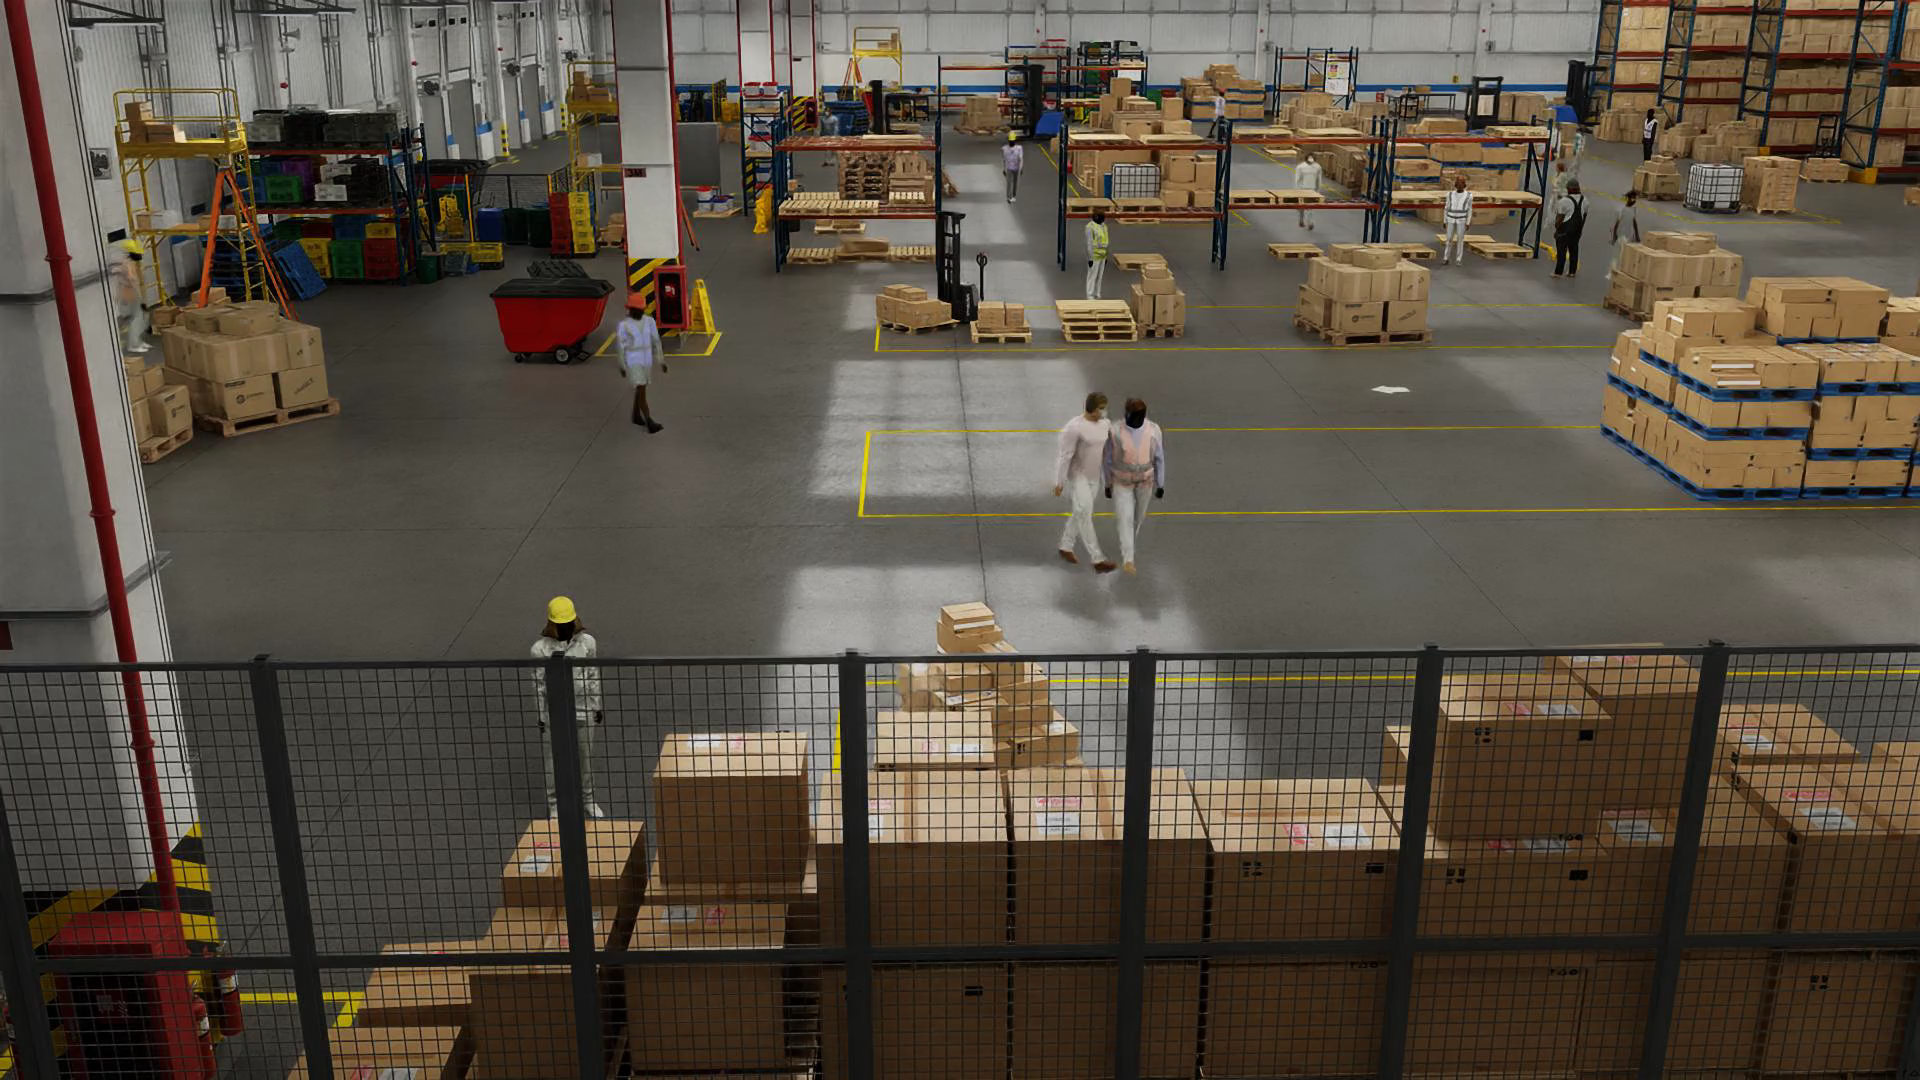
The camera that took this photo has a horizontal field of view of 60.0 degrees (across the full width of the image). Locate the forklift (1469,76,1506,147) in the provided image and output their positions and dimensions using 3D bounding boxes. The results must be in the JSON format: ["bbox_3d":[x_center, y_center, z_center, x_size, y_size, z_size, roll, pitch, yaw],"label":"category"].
[{"bbox_3d":[17.525,-14.064,55.594,1.129,2.768,1.873,-1,19,-1],"label":"forklift"}]

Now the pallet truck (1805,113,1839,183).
[{"bbox_3d":[26.403,-11.957,50.702,0.823,1.965,1.885,6,19,16],"label":"pallet truck"}]

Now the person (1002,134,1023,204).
[{"bbox_3d":[1.436,-10.236,45.797,0.584,1.873,1.015,1,19,3],"label":"person"}]

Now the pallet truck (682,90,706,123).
[{"bbox_3d":[-9.671,-15.907,62.421,0.823,1.965,1.885,5,19,15],"label":"pallet truck"}]

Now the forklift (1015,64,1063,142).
[{"bbox_3d":[2.918,-16.563,63.005,1.873,2.768,1.129,-3,19,-7],"label":"forklift"}]

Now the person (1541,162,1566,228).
[{"bbox_3d":[14.824,-8.506,41.050,0.730,1.616,0.515,-3,19,-8],"label":"person"}]

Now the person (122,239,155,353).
[{"bbox_3d":[-13.495,-3.991,27.253,0.552,1.874,0.632,-8,20,-21],"label":"person"}]

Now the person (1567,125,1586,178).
[{"bbox_3d":[19.163,-12.030,51.496,0.377,1.627,0.516,14,23,35],"label":"person"}]

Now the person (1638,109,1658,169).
[{"bbox_3d":[22.364,-13.010,53.967,0.396,1.911,0.588,-3,19,-7],"label":"person"}]

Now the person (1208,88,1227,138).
[{"bbox_3d":[10.077,-16.574,64.571,1.006,1.894,0.554,-9,21,-25],"label":"person"}]

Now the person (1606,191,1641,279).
[{"bbox_3d":[13.549,-6.129,33.683,0.497,1.831,0.856,-14,23,-36],"label":"person"}]

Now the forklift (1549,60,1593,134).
[{"bbox_3d":[24.397,-17.645,66.217,1.873,2.768,1.129,0,19,-1],"label":"forklift"}]

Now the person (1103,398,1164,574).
[{"bbox_3d":[1.799,-0.624,17.384,0.636,1.810,0.807,-3,19,-9],"label":"person"}]

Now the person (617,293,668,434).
[{"bbox_3d":[-4.297,-2.401,22.520,0.564,1.881,1.009,-15,24,-38],"label":"person"}]

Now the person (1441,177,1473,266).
[{"bbox_3d":[10.640,-6.815,35.626,0.574,1.884,0.356,10,21,26],"label":"person"}]

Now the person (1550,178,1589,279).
[{"bbox_3d":[12.468,-6.397,34.141,0.689,2.000,0.537,-6,20,-17],"label":"person"}]

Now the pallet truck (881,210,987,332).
[{"bbox_3d":[-0.493,-4.759,29.349,1.885,1.965,0.823,-13,23,-34],"label":"pallet truck"}]

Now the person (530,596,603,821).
[{"bbox_3d":[-2.817,1.227,11.982,0.484,1.745,0.297,-10,21,-27],"label":"person"}]

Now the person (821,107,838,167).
[{"bbox_3d":[-4.300,-13.233,54.615,0.666,1.911,0.648,6,19,16],"label":"person"}]

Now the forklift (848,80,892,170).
[{"bbox_3d":[-2.644,-13.227,53.109,1.873,2.768,1.129,-1,19,-1],"label":"forklift"}]

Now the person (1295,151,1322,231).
[{"bbox_3d":[8.550,-8.604,40.935,0.649,1.889,1.012,1,19,2],"label":"person"}]

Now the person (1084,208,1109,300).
[{"bbox_3d":[2.578,-5.300,31.192,0.429,1.846,0.626,12,22,31],"label":"person"}]

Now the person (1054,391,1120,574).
[{"bbox_3d":[1.374,-0.599,17.183,0.661,1.896,0.900,-17,25,-41],"label":"person"}]

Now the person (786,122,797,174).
[{"bbox_3d":[-5.323,-12.193,51.918,0.783,1.671,0.538,-15,24,-37],"label":"person"}]
